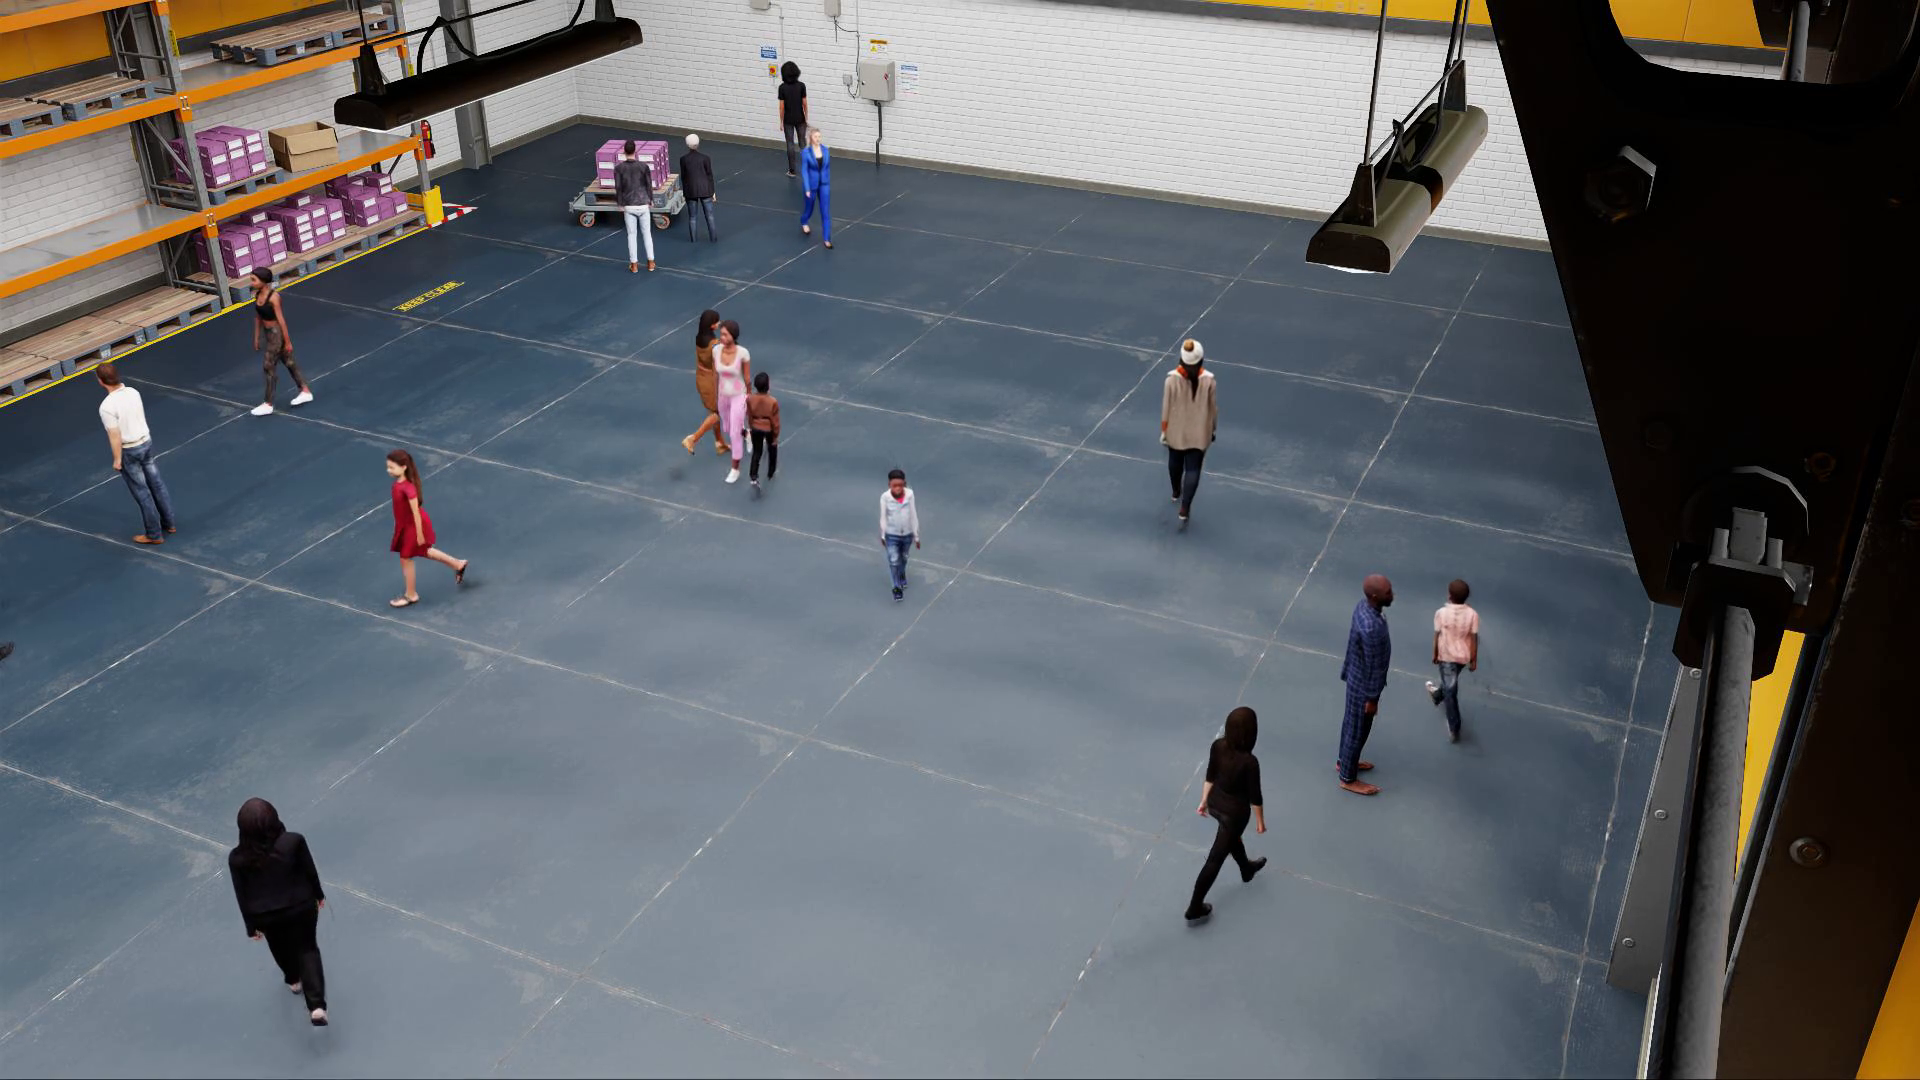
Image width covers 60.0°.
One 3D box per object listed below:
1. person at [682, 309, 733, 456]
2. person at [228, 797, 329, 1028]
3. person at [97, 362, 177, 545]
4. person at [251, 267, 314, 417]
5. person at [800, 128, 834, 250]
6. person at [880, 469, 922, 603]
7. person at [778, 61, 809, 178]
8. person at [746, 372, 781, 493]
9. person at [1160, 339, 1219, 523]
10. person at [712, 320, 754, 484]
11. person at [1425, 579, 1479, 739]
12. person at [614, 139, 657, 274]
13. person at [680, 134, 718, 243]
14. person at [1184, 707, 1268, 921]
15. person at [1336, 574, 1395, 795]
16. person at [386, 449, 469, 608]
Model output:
[{"bbox_3d":[-2.671,-1.593,17.504,0.759,1.669,0.977,25,37,38],"label":"person"},{"bbox_3d":[-4.206,2.354,10.354,1.096,1.588,1.085,-14,31,-23],"label":"person"},{"bbox_3d":[-7.900,-0.844,15.941,0.754,1.851,0.571,7,29,13],"label":"person"},{"bbox_3d":[-7.638,-2.292,18.788,0.776,1.667,1.050,24,37,36],"label":"person"},{"bbox_3d":[-2.100,-5.063,23.861,1.080,1.674,1.089,-13,31,-23],"label":"person"},{"bbox_3d":[-0.558,-0.099,15.224,0.784,1.231,0.899,-6,29,-11],"label":"person"},{"bbox_3d":[-2.687,-6.820,26.915,0.692,1.834,0.740,-8,30,-15],"label":"person"},{"bbox_3d":[-2.041,-1.096,17.048,0.687,1.235,0.932,3,29,6],"label":"person"},{"bbox_3d":[2.224,-1.062,16.335,0.836,1.857,1.216,8,30,14],"label":"person"},{"bbox_3d":[-2.309,-1.477,17.239,0.634,1.721,1.020,9,30,16],"label":"person"},{"bbox_3d":[3.948,0.971,13.230,0.776,1.262,0.969,0,29,0],"label":"person"},{"bbox_3d":[-4.441,-4.579,22.805,0.735,1.836,0.771,-7,29,-13],"label":"person"},{"bbox_3d":[-3.750,-5.006,24.109,0.811,1.779,0.733,0,29,0],"label":"person"},{"bbox_3d":[1.760,1.879,11.214,1.159,1.598,0.928,-20,34,-32],"label":"person"},{"bbox_3d":[3.039,1.050,12.503,0.792,1.820,0.654,3,29,6],"label":"person"},{"bbox_3d":[-4.863,-0.146,14.999,1.041,1.529,0.883,-15,32,-26],"label":"person"}]
